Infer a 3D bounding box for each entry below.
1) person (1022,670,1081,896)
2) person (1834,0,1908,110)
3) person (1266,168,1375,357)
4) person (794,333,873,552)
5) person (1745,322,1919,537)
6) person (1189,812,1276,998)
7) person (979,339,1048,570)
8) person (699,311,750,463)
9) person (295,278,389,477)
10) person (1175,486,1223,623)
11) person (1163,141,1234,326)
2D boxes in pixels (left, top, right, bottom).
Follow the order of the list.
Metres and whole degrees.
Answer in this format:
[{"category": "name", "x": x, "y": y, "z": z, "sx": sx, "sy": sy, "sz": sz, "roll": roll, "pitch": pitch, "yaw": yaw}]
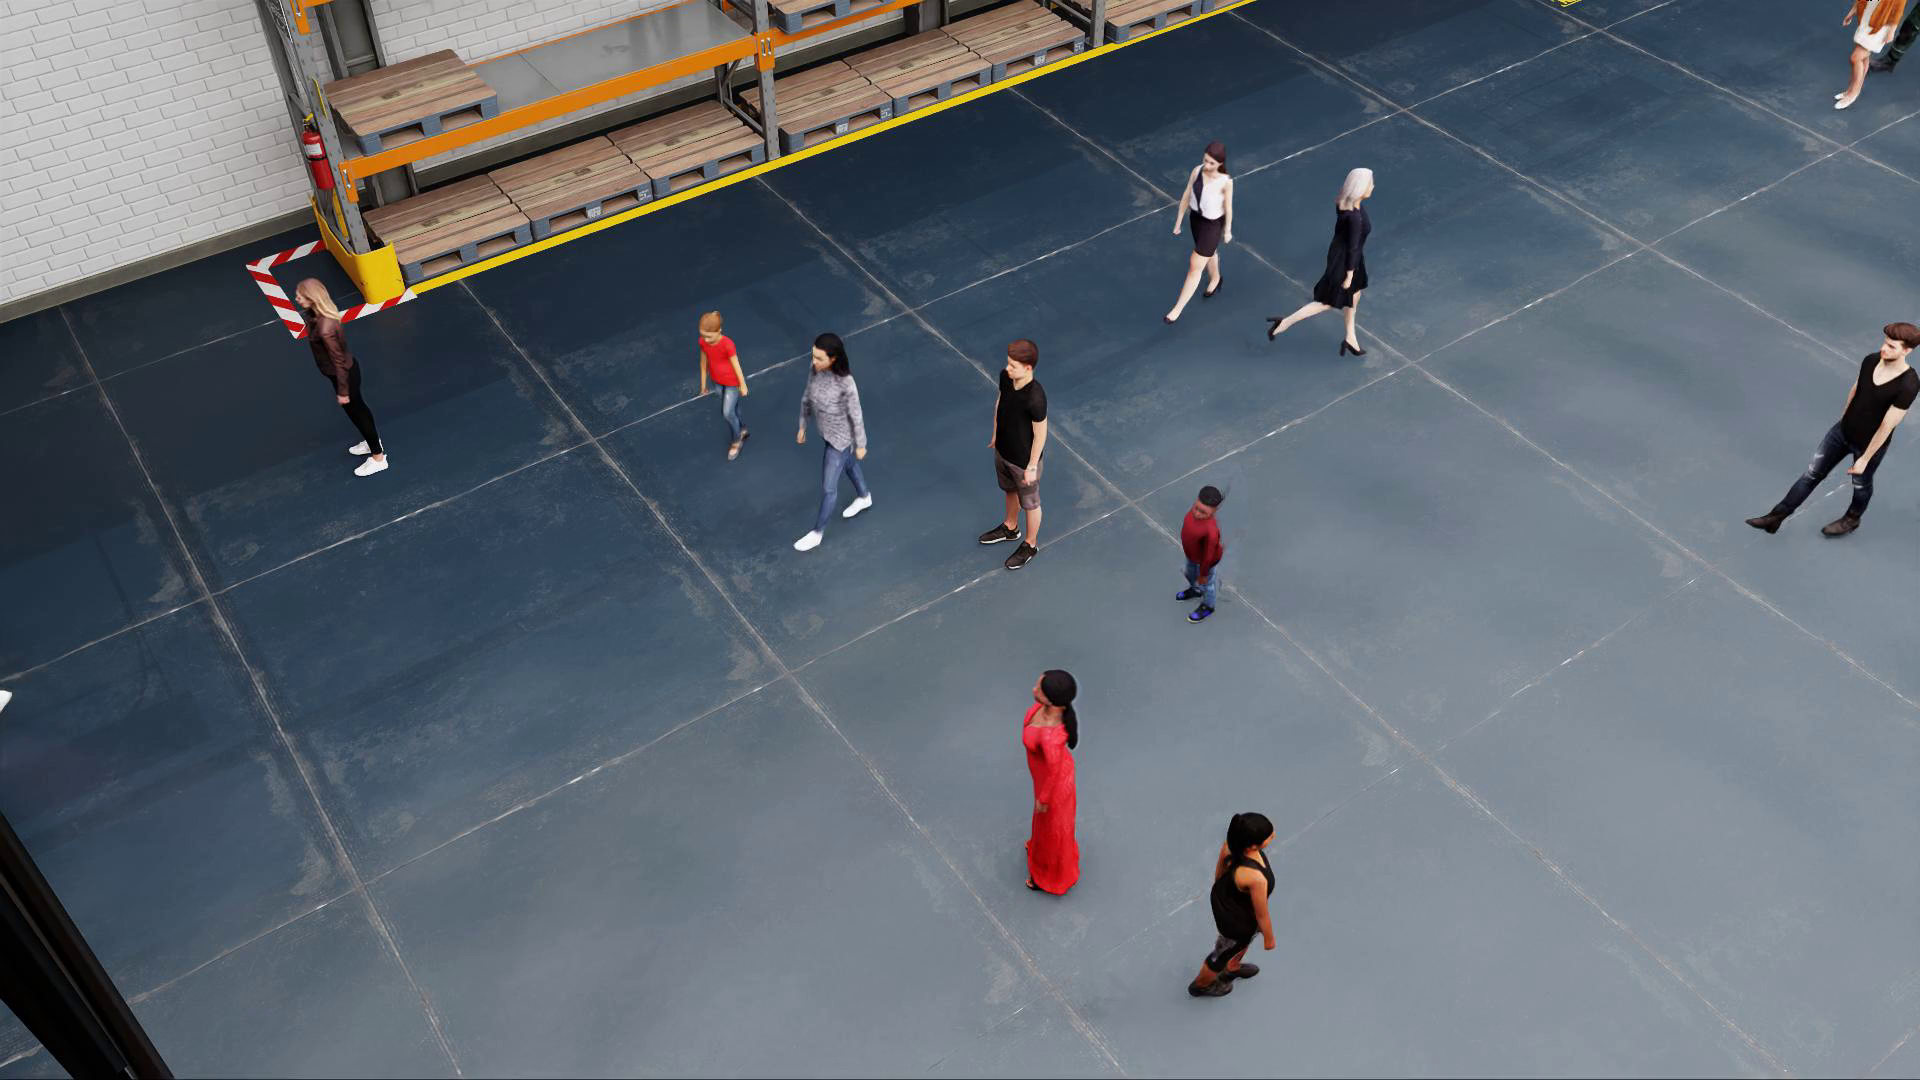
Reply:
[{"category": "person", "x": 0.525, "y": 1.370, "z": 9.510, "sx": 0.784, "sy": 1.784, "sz": 0.740, "roll": 2, "pitch": 44, "yaw": 2}, {"category": "person", "x": 9.076, "y": -5.098, "z": 16.360, "sx": 0.760, "sy": 1.701, "sz": 0.736, "roll": -7, "pitch": 44, "yaw": -8}, {"category": "person", "x": 2.967, "y": -2.174, "z": 13.279, "sx": 1.155, "sy": 1.716, "sz": 0.982, "roll": 0, "pitch": 44, "yaw": 0}, {"category": "person", "x": -0.803, "y": -0.789, "z": 11.838, "sx": 1.050, "sy": 1.698, "sz": 0.724, "roll": -32, "pitch": 52, "yaw": -29}, {"category": "person", "x": 6.401, "y": -0.720, "z": 11.656, "sx": 1.239, "sy": 1.851, "sz": 0.879, "roll": -14, "pitch": 45, "yaw": -14}, {"category": "person", "x": 1.415, "y": 2.001, "z": 8.945, "sx": 0.777, "sy": 1.650, "sz": 0.722, "roll": -7, "pitch": 44, "yaw": -7}, {"category": "person", "x": 0.422, "y": -0.628, "z": 11.551, "sx": 0.567, "sy": 1.862, "sz": 0.660, "roll": -25, "pitch": 49, "yaw": -24}, {"category": "person", "x": -1.734, "y": -1.245, "z": 12.615, "sx": 0.598, "sy": 1.288, "sz": 0.670, "roll": 20, "pitch": 47, "yaw": 20}, {"category": "person", "x": -4.553, "y": -1.218, "z": 12.285, "sx": 0.596, "sy": 1.703, "sz": 0.655, "roll": -14, "pitch": 45, "yaw": -14}, {"category": "person", "x": 1.677, "y": 0.067, "z": 11.279, "sx": 0.613, "sy": 1.230, "sz": 0.608, "roll": -4, "pitch": 44, "yaw": -4}, {"category": "person", "x": 2.096, "y": -2.610, "z": 13.820, "sx": 0.768, "sy": 1.601, "sz": 1.147, "roll": 33, "pitch": 52, "yaw": 29}]
